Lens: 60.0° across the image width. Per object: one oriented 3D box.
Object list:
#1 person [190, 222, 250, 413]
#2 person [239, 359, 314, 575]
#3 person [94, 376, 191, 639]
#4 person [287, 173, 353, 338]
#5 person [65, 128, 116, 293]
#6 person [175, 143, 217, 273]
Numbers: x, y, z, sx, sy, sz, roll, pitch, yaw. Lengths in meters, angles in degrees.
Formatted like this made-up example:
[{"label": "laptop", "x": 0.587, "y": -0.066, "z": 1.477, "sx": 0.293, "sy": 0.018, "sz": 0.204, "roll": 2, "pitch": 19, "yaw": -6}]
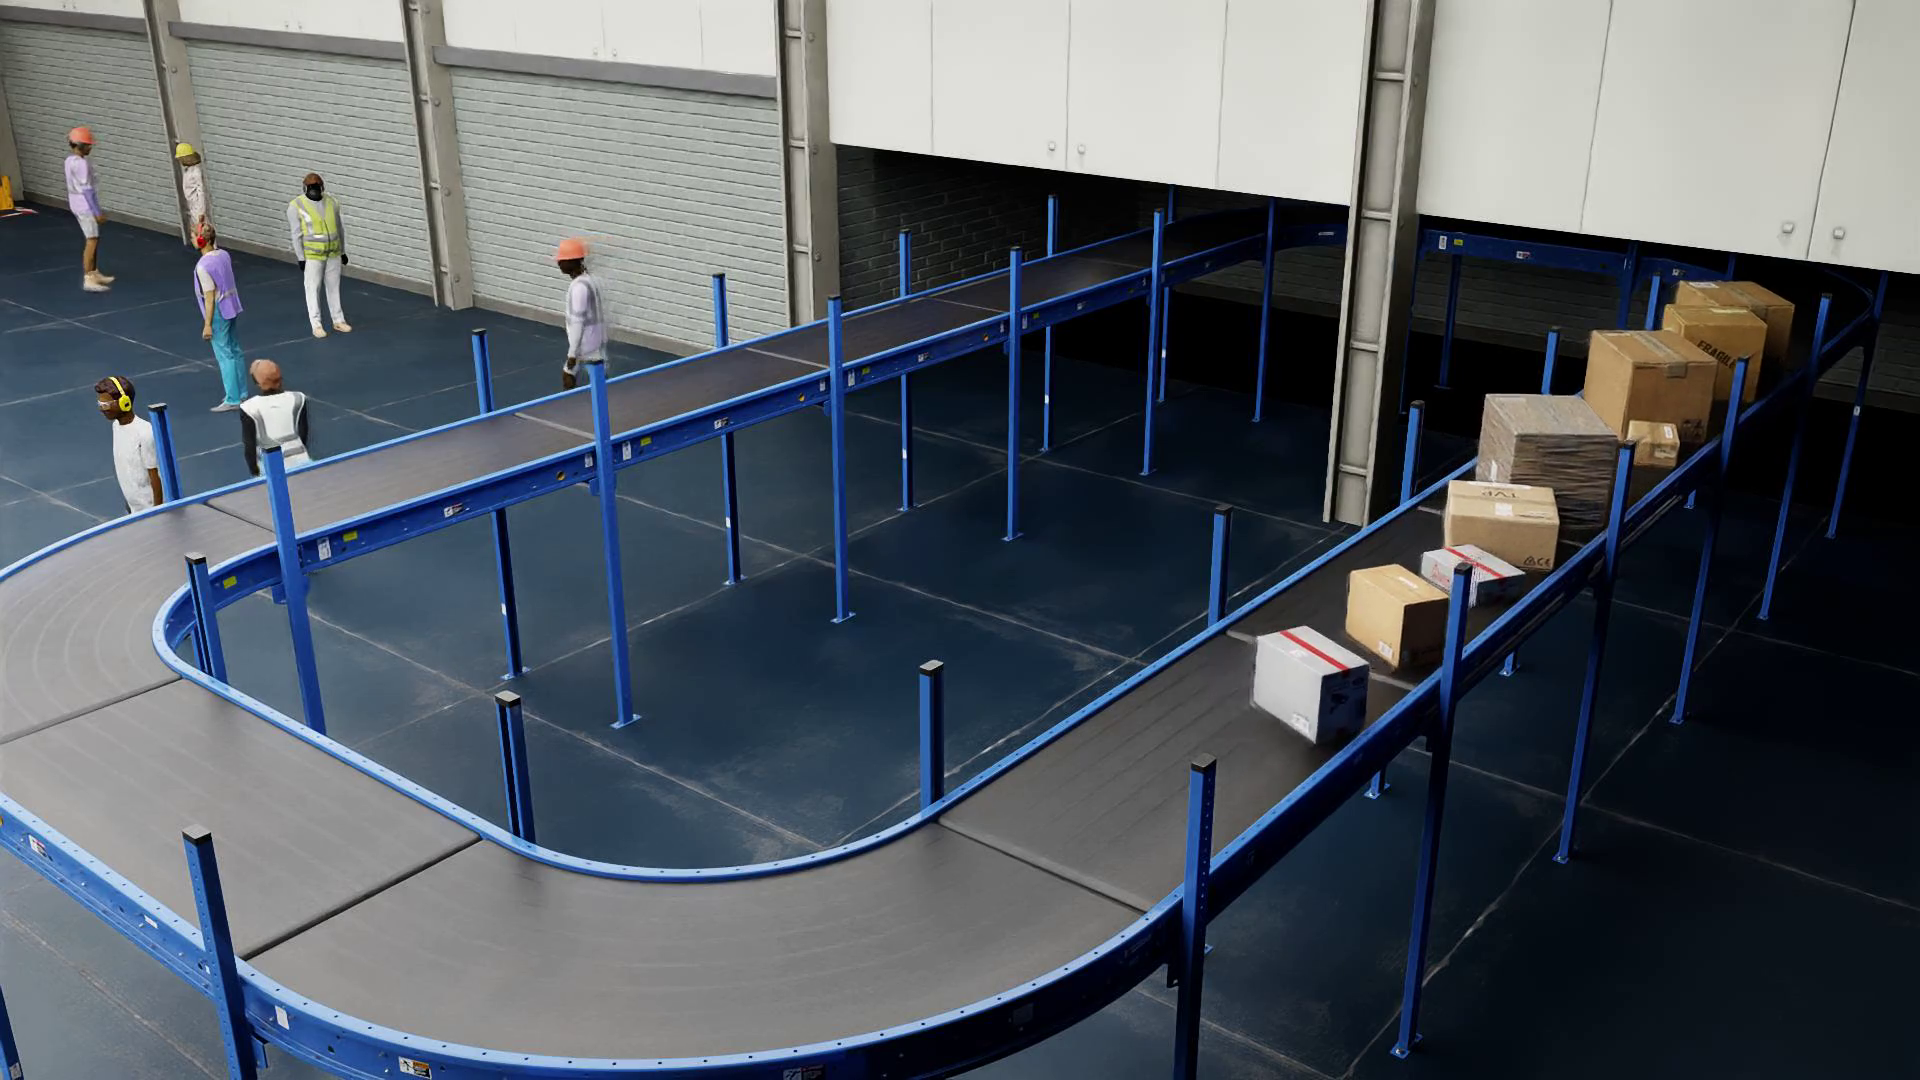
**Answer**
[{"label": "person", "x": -7.188, "y": -2.163, "z": 16.164, "sx": 0.389, "sy": 1.847, "sz": 0.567, "roll": -1, "pitch": 22, "yaw": -3}, {"label": "person", "x": -5.102, "y": -0.570, "z": 12.434, "sx": 0.504, "sy": 1.604, "sz": 0.774, "roll": -15, "pitch": 26, "yaw": -33}, {"label": "person", "x": -5.471, "y": -0.208, "z": 11.196, "sx": 0.520, "sy": 1.856, "sz": 0.340, "roll": 17, "pitch": 27, "yaw": 37}, {"label": "person", "x": -7.262, "y": -3.250, "z": 18.939, "sx": 0.430, "sy": 1.841, "sz": 0.624, "roll": 18, "pitch": 27, "yaw": 38}, {"label": "person", "x": -11.071, "y": -4.190, "z": 21.095, "sx": 0.467, "sy": 2.030, "sz": 0.700, "roll": -16, "pitch": 27, "yaw": -35}, {"label": "person", "x": -10.006, "y": -4.322, "z": 21.802, "sx": 0.310, "sy": 1.735, "sz": 0.484, "roll": -15, "pitch": 26, "yaw": -33}]
